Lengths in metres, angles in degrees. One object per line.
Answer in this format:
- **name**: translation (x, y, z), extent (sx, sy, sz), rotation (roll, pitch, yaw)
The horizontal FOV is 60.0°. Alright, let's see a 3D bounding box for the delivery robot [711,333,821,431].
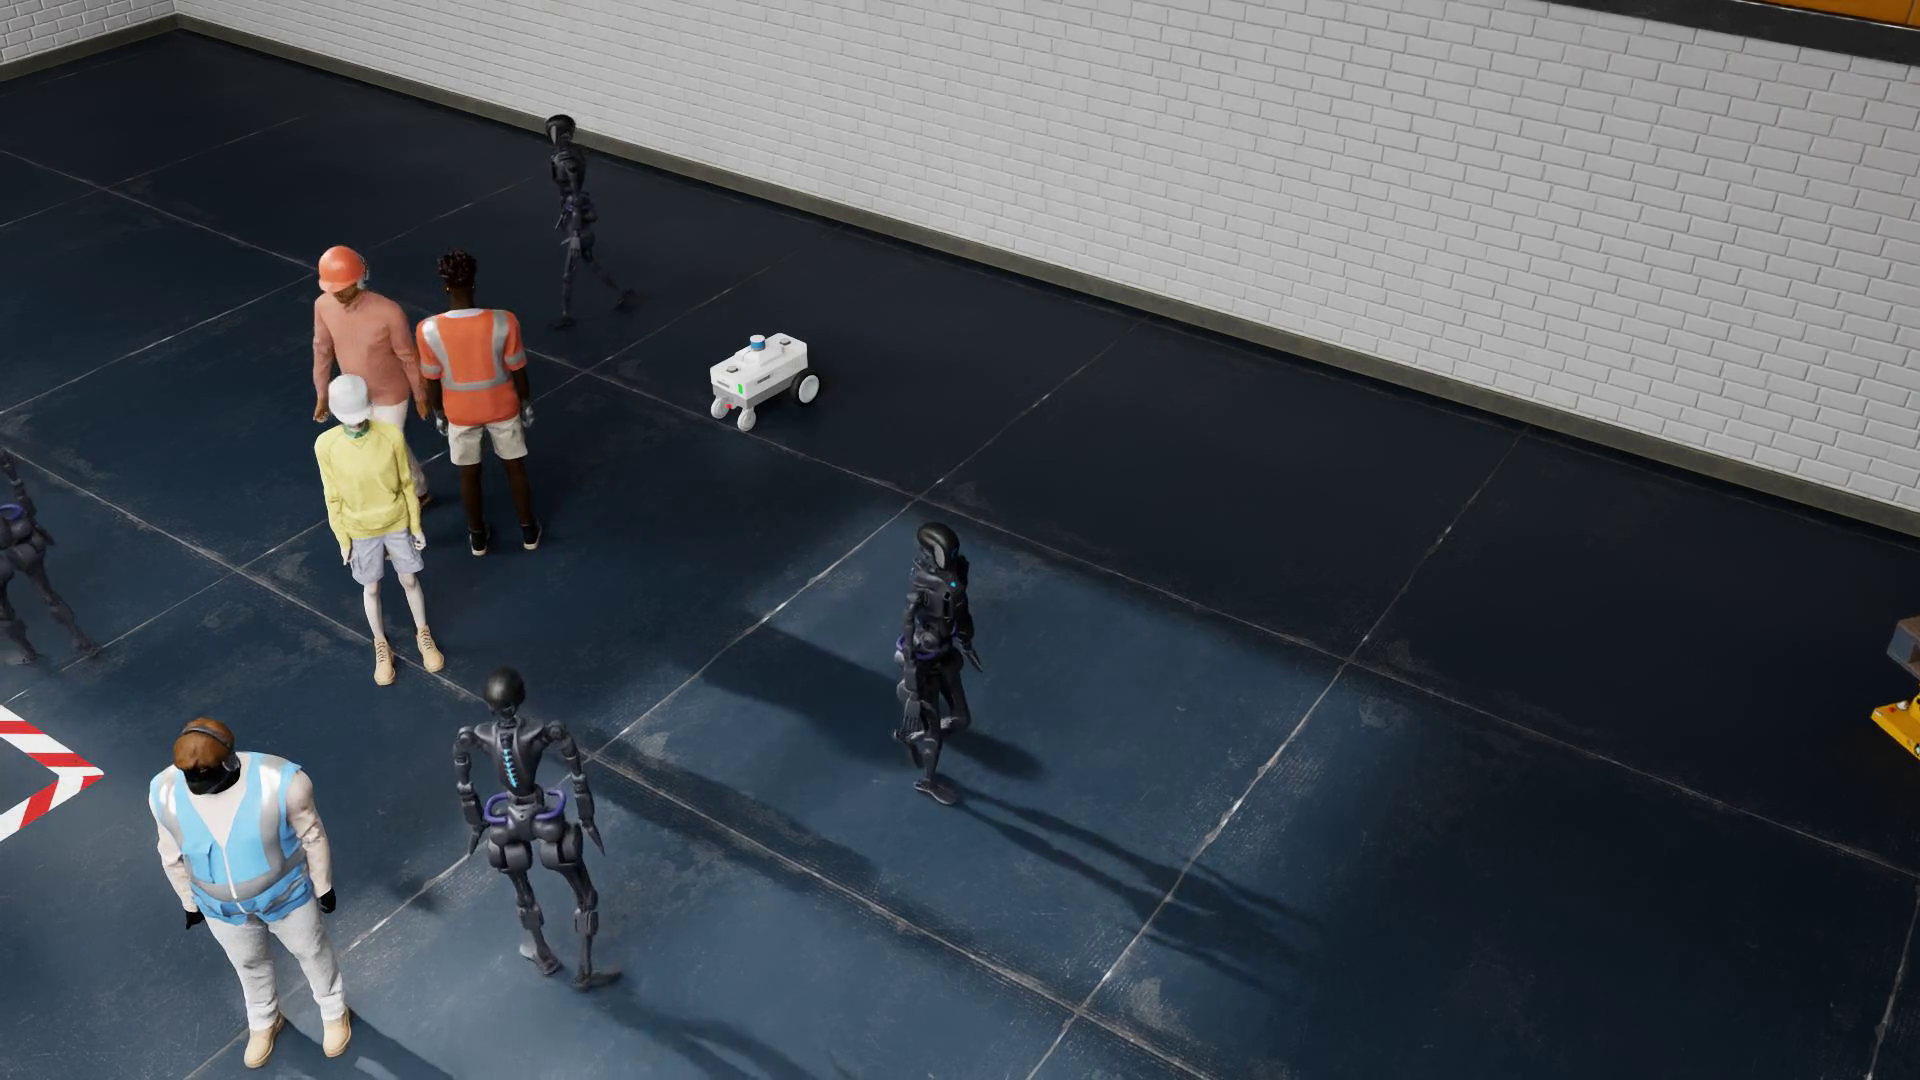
- **delivery robot**: translation (-1.382, -1.154, 11.680), extent (0.499, 0.614, 0.803), rotation (25, 42, 32)

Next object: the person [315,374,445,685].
- **person**: translation (-3.135, -0.073, 8.961), extent (0.470, 1.885, 0.393), rotation (-14, 37, -19)

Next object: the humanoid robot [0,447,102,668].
- **humanoid robot**: translation (-5.192, 0.039, 9.004), extent (0.410, 1.650, 0.601), rotation (16, 38, 22)

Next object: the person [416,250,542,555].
- **person**: translation (-2.856, -0.800, 9.940), extent (0.602, 1.956, 0.382), rotation (-8, 36, -11)

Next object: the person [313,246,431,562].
- **person**: translation (-3.576, -0.843, 9.998), extent (0.628, 1.954, 0.869), rotation (12, 37, 17)

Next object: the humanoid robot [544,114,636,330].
- **humanoid robot**: translation (-2.878, -2.412, 12.525), extent (0.766, 1.637, 0.592), rotation (-14, 37, -19)

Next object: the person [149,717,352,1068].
- **person**: translation (-2.887, 1.449, 6.823), extent (0.633, 1.839, 0.429), rotation (-5, 35, -7)

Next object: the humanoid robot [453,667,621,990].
- **humanoid robot**: translation (-1.859, 1.289, 7.199), extent (0.605, 1.647, 0.458), rotation (-2, 35, -3)

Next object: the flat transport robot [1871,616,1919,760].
- **flat transport robot**: translation (5.712, 0.951, 8.905), extent (1.431, 0.231, 0.659), rotation (-11, 36, -15)

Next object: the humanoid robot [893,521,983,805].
- **humanoid robot**: translation (-0.177, 0.596, 8.182), extent (0.462, 1.637, 0.586), rotation (19, 39, 25)
